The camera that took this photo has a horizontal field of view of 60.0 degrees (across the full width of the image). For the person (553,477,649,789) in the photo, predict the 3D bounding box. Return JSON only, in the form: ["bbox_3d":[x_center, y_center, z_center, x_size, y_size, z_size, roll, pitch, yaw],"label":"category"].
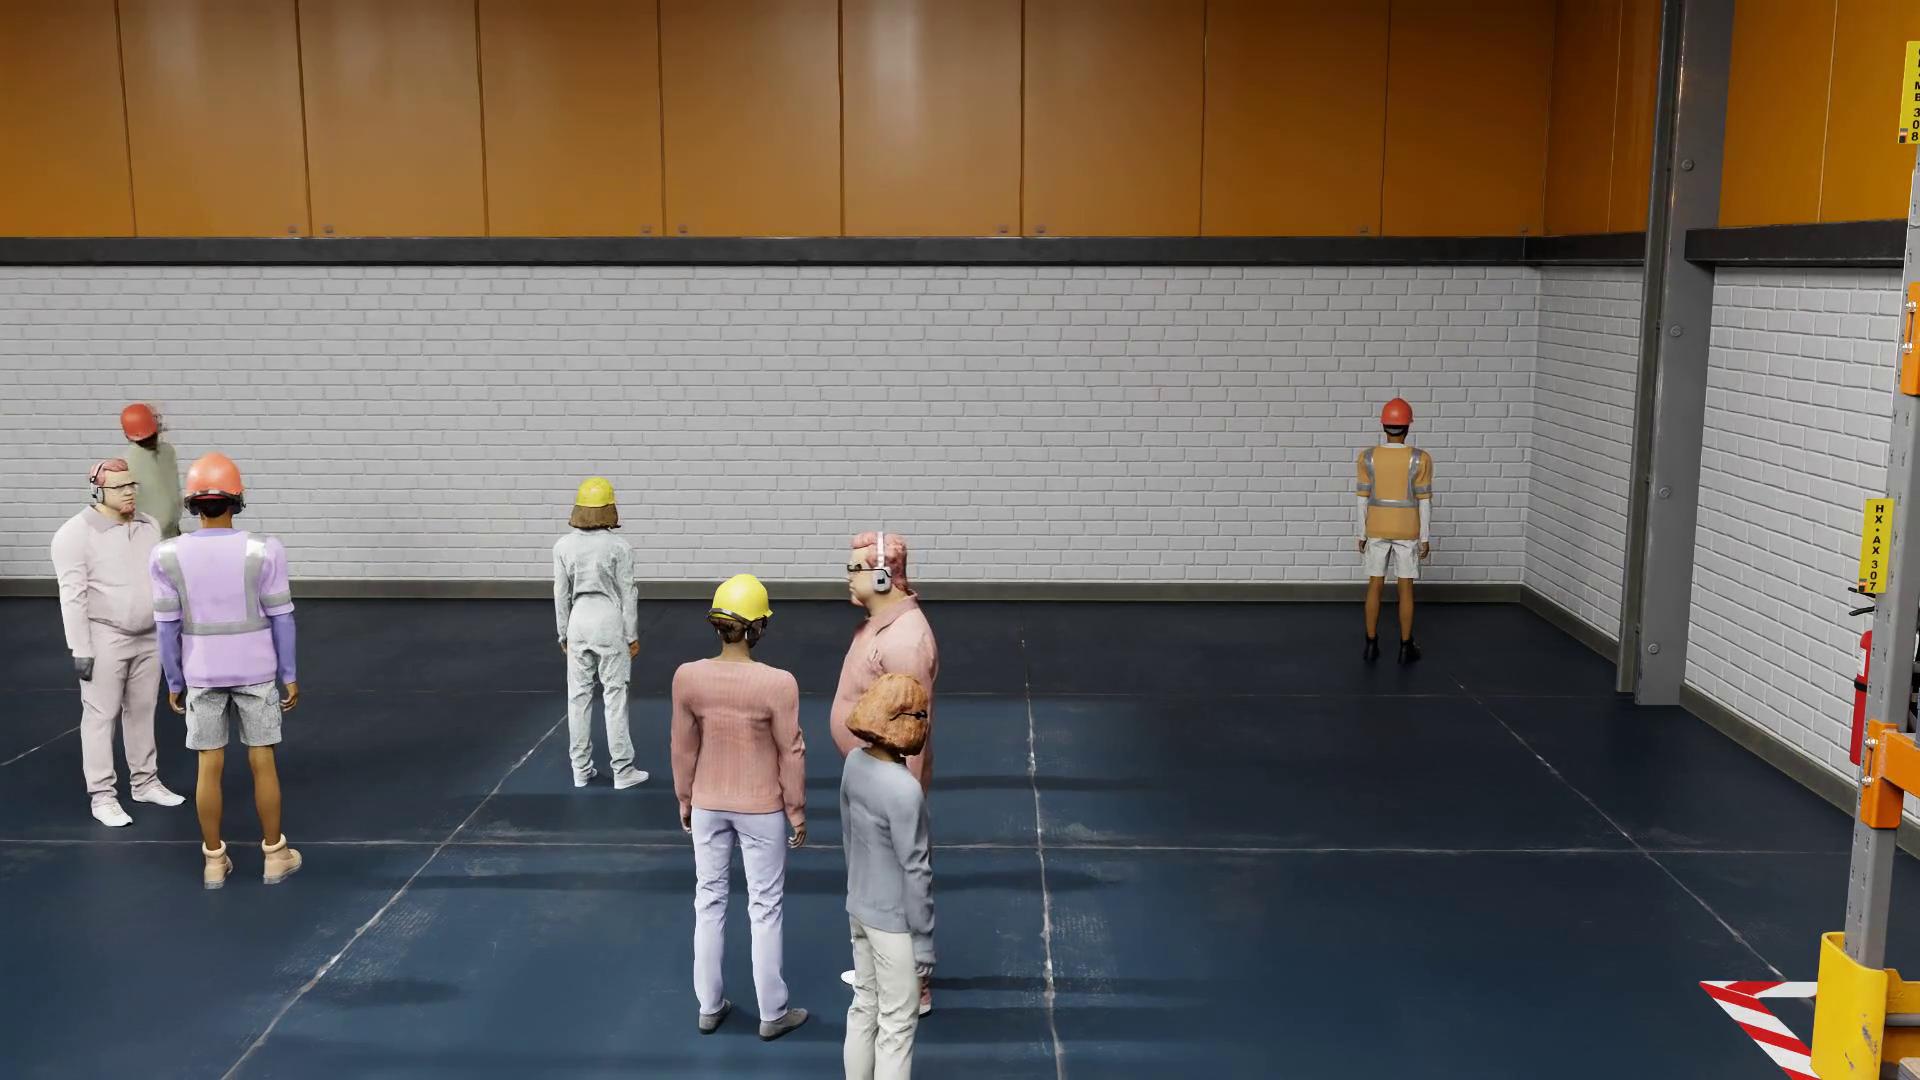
[{"bbox_3d":[-2.008,0.517,9.266,0.485,1.744,0.308,3,10,15],"label":"person"}]

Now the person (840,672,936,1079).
[{"bbox_3d":[-0.220,1.225,5.356,0.288,1.633,0.497,-5,11,-28],"label":"person"}]

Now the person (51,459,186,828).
[{"bbox_3d":[-4.386,0.522,8.742,0.402,1.911,0.638,4,10,21],"label":"person"}]

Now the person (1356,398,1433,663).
[{"bbox_3d":[3.168,-0.065,12.157,0.545,1.943,0.347,4,10,24],"label":"person"}]

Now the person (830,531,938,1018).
[{"bbox_3d":[-0.299,0.908,6.436,0.403,1.906,0.651,-2,10,-10],"label":"person"}]

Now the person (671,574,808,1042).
[{"bbox_3d":[-0.824,1.003,6.287,0.531,1.767,0.328,3,10,17],"label":"person"}]

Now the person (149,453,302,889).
[{"bbox_3d":[-3.410,0.614,7.774,0.608,2.048,0.364,-2,10,-12],"label":"person"}]

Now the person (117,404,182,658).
[{"bbox_3d":[-5.732,-0.022,11.931,0.388,1.948,0.767,1,10,8],"label":"person"}]
